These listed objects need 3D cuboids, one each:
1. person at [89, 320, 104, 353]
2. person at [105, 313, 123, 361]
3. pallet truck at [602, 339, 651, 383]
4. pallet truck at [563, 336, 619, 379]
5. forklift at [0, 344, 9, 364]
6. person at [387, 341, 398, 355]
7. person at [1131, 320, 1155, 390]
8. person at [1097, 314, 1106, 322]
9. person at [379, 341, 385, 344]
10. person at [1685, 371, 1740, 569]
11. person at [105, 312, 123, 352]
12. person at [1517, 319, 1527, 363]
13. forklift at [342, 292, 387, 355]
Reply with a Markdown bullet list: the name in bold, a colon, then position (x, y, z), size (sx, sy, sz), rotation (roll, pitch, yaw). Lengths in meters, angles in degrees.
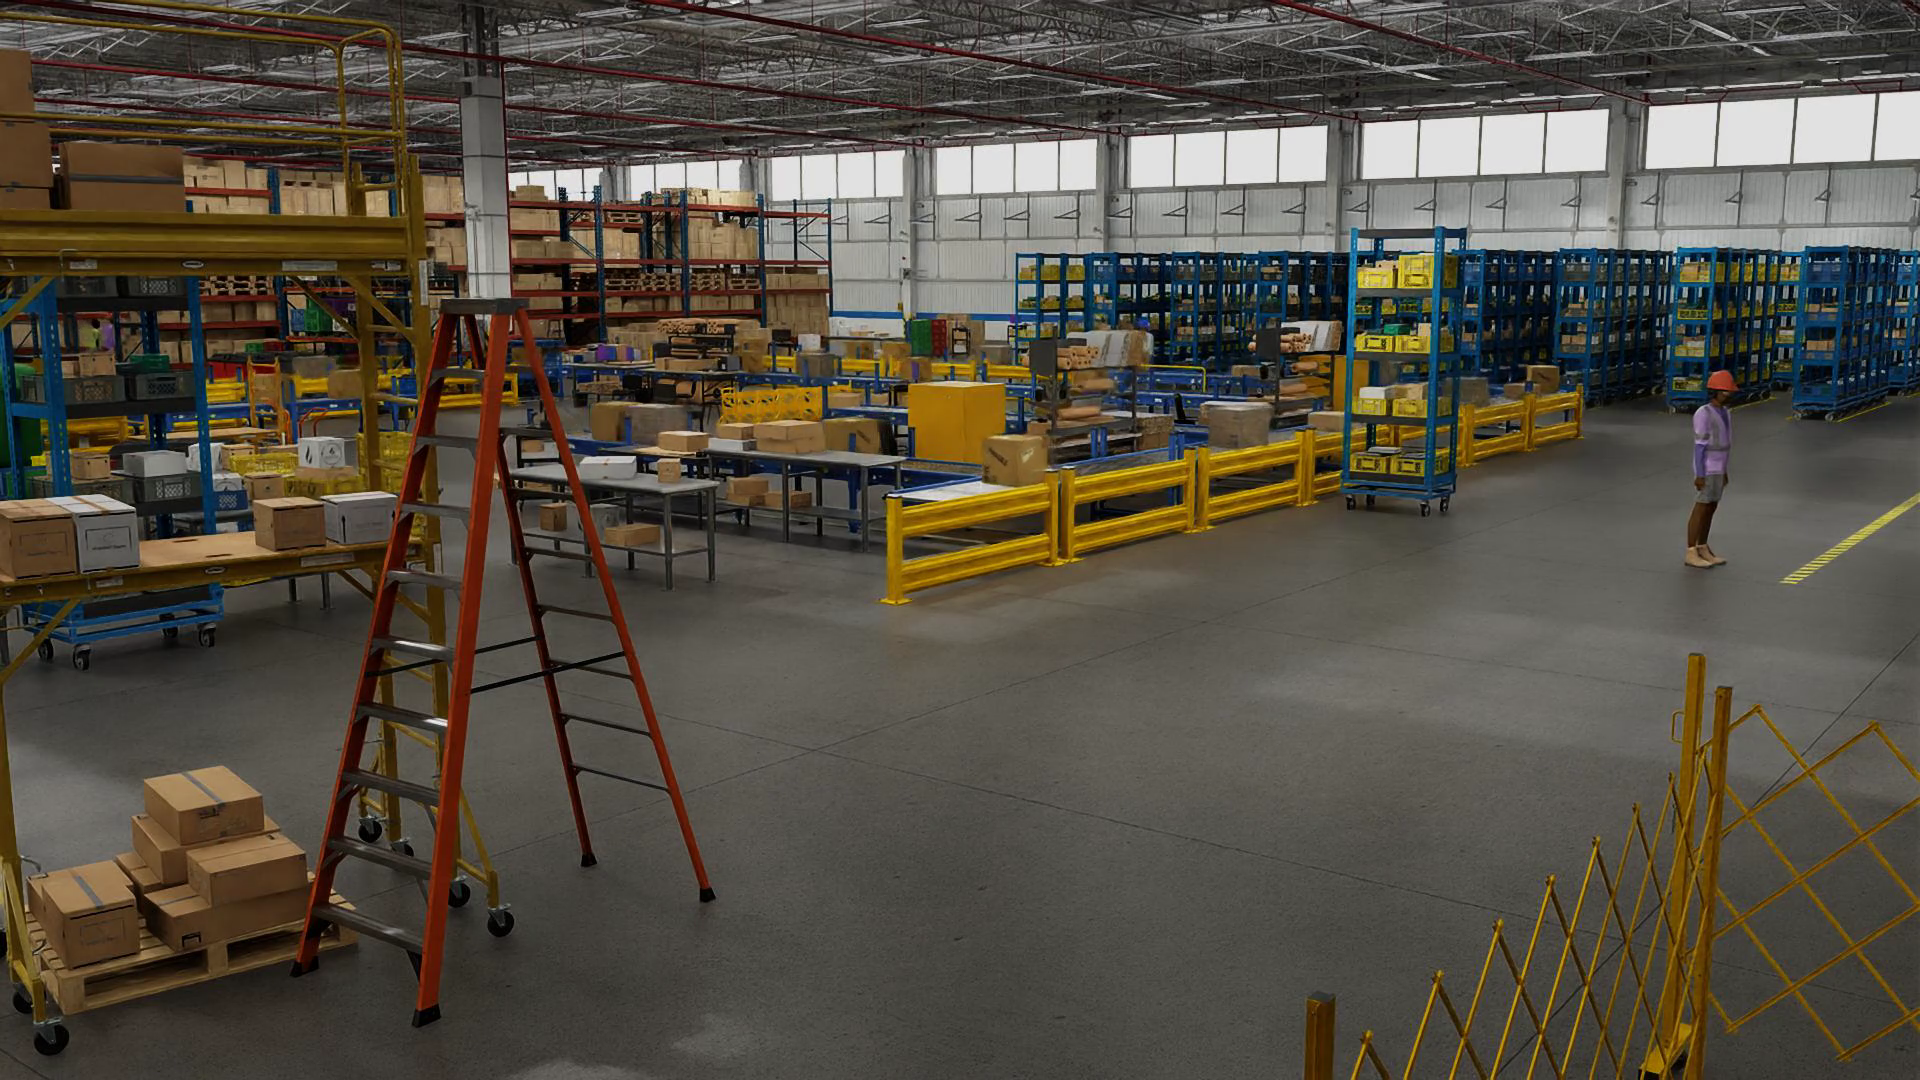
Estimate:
- **person**: position (-25.957, -5.808, 50.089), size (0.537, 1.643, 0.884), rotation (8, 12, 39)
- **person**: position (-24.647, -5.660, 48.458), size (0.997, 1.887, 0.545), rotation (-9, 13, -44)
- **pallet truck**: position (-8.991, -4.871, 45.351), size (0.653, 1.274, 1.630), rotation (7, 11, 37)
- **pallet truck**: position (-10.690, -5.294, 48.215), size (1.601, 1.201, 0.680), rotation (-5, 10, -26)
- **forklift**: position (-27.186, -5.665, 45.385), size (1.873, 2.768, 1.129), rotation (-1, 9, -4)
- **person**: position (-14.542, -4.627, 42.531), size (0.915, 1.722, 0.527), rotation (-3, 9, -16)
- **person**: position (4.528, -4.481, 41.048), size (0.624, 1.900, 0.976), rotation (-3, 10, -19)
- **person**: position (4.535, -6.298, 52.706), size (0.852, 1.795, 0.626), rotation (5, 10, 29)
- **person**: position (-17.342, -5.729, 49.524), size (0.540, 1.685, 0.536), rotation (6, 11, 33)
- **person**: position (7.786, -0.727, 17.169), size (0.611, 2.042, 0.396), rotation (-8, 12, -41)
- **person**: position (-28.360, -6.835, 55.726), size (0.952, 1.911, 0.628), rotation (-7, 12, -38)
- **person**: position (15.257, -5.152, 45.457), size (0.573, 1.831, 0.521), rotation (-9, 12, -43)
- **forklift**: position (-16.485, -5.622, 45.120), size (1.129, 2.768, 1.873), rotation (7, 11, 37)
